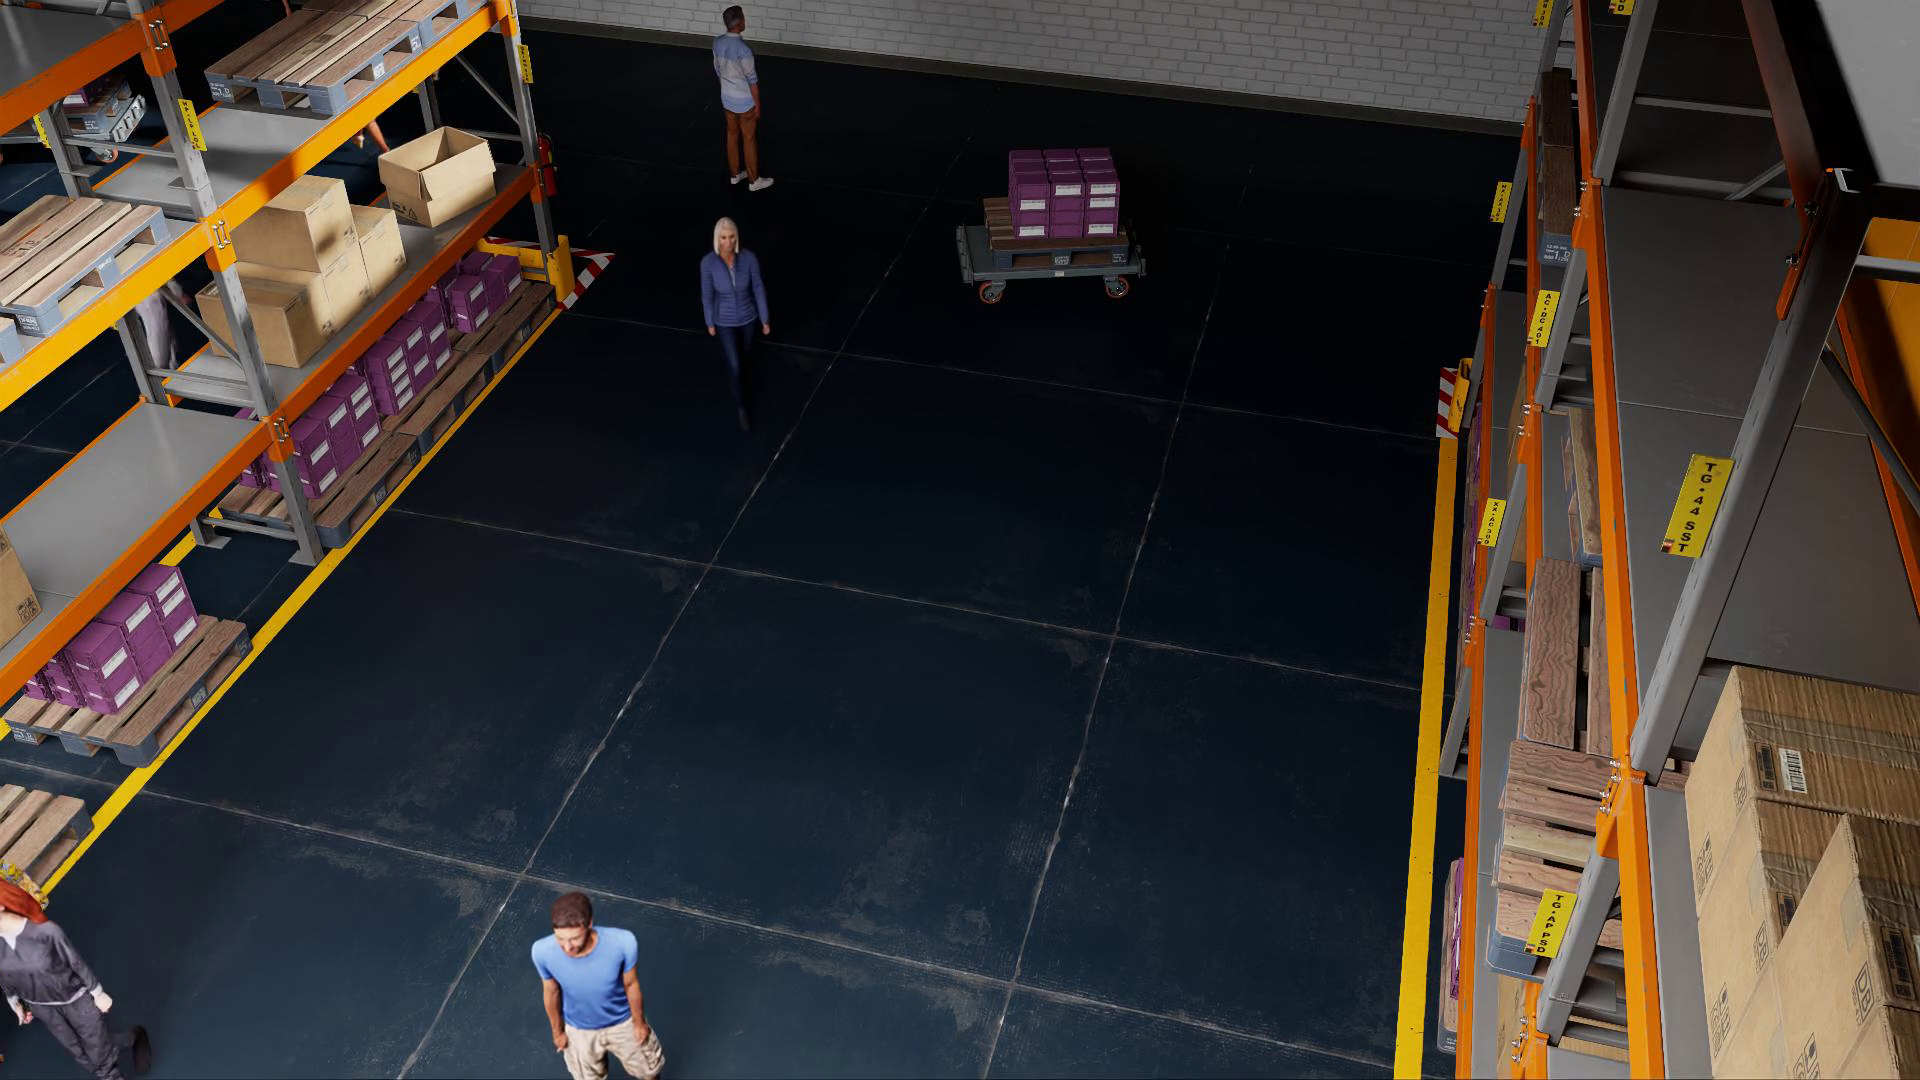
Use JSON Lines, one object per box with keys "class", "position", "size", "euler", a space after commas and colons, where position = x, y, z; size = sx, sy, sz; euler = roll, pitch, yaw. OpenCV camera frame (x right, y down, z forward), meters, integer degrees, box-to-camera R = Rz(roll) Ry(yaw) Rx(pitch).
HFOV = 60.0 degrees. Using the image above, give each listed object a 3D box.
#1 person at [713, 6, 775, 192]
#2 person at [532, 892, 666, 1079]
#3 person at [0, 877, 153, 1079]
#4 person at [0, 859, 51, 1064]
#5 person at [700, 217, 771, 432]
{"class": "person", "position": [-2.164, -4.343, 16.347], "size": [0.761, 1.828, 0.730], "euler": [27, 46, 30]}
{"class": "person", "position": [-1.733, 2.284, 8.029], "size": [0.756, 1.853, 0.750], "euler": [-5, 39, -7]}
{"class": "person", "position": [-4.408, 2.194, 8.220], "size": [0.707, 1.755, 0.757], "euler": [-1, 39, -1]}
{"class": "person", "position": [-4.981, 2.052, 8.492], "size": [0.764, 1.638, 0.937], "euler": [6, 39, 7]}
{"class": "person", "position": [-1.799, -1.820, 13.282], "size": [1.044, 1.710, 1.211], "euler": [-12, 40, -15]}
